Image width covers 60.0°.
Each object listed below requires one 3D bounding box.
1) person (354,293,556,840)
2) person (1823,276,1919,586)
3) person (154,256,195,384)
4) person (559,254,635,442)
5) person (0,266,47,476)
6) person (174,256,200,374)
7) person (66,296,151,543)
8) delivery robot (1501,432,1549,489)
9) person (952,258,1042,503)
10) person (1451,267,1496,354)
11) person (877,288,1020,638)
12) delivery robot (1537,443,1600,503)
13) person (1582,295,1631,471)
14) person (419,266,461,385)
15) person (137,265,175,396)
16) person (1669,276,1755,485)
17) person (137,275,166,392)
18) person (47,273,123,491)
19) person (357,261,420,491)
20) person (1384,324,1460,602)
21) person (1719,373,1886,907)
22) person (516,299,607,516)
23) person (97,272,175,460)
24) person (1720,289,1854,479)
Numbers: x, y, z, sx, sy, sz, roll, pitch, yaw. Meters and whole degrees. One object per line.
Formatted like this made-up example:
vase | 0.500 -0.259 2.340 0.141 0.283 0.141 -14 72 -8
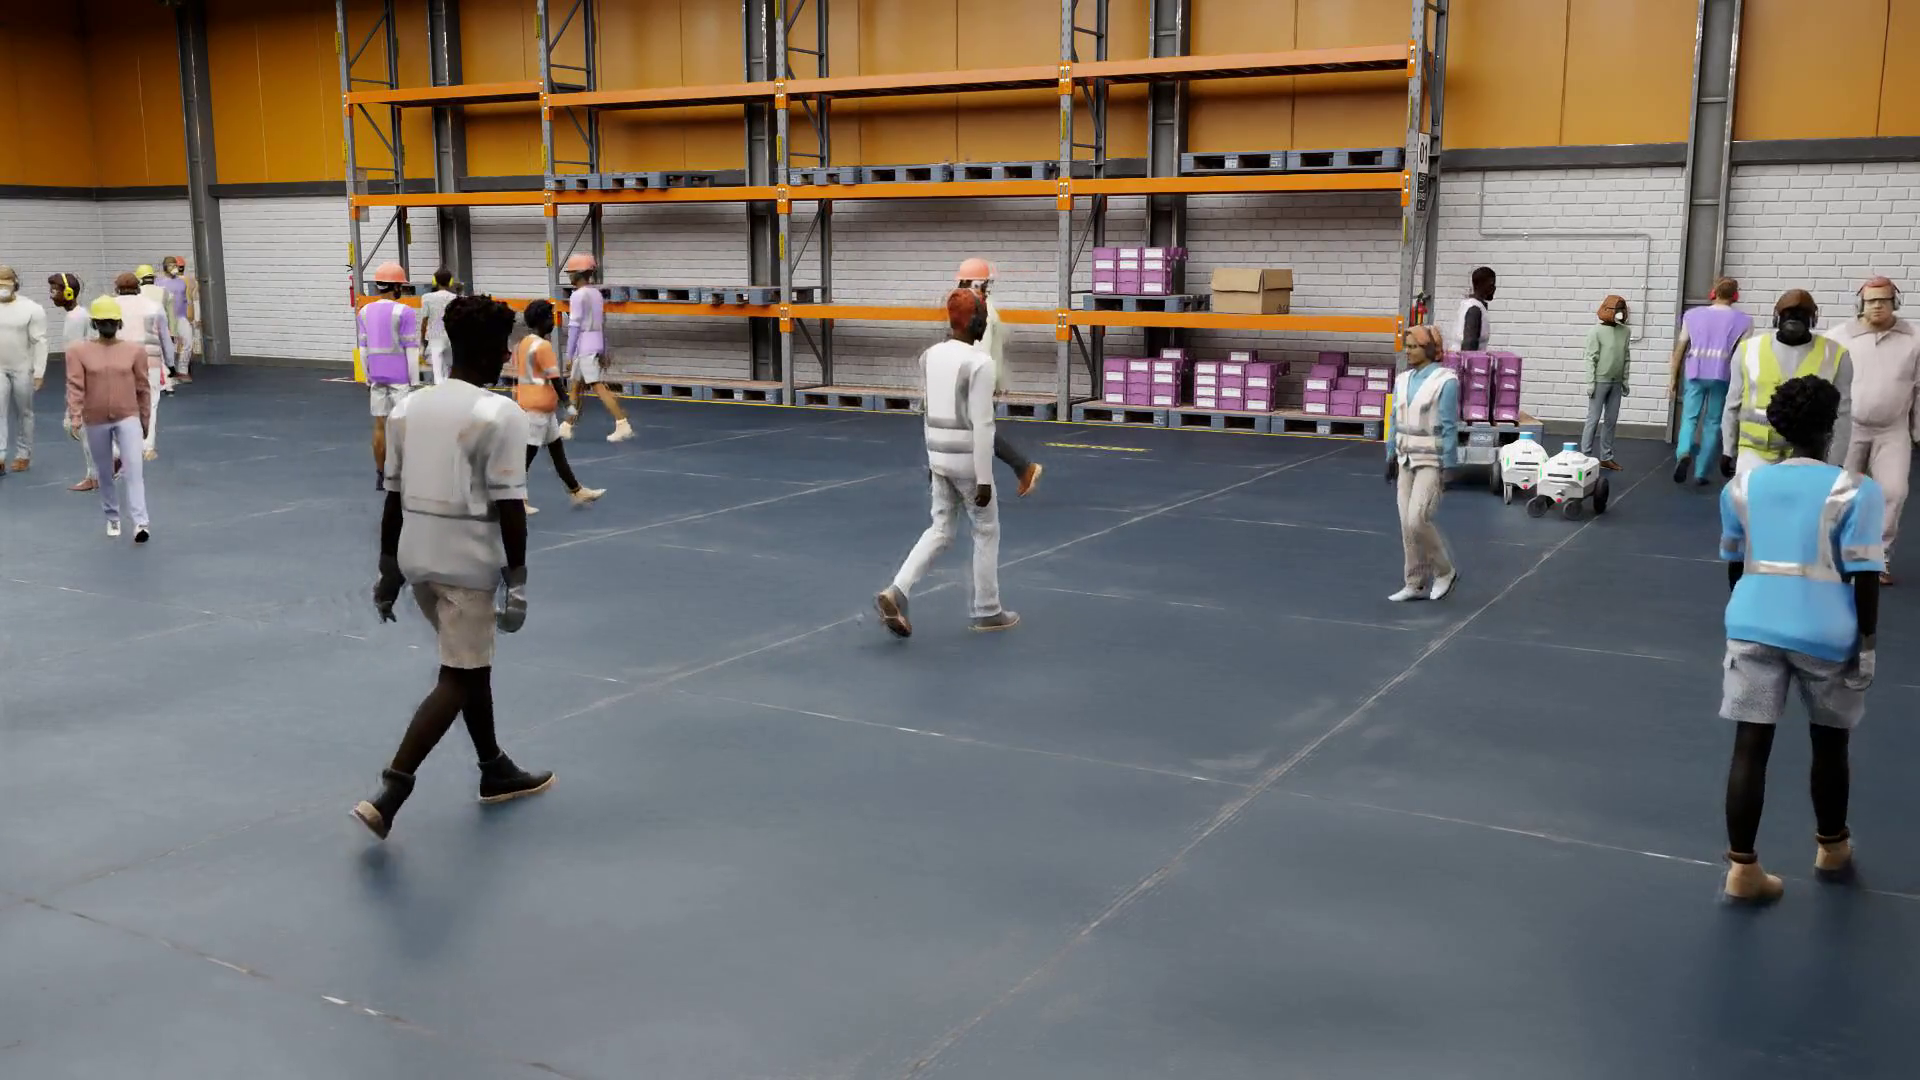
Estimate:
person | -1.833 0.096 5.845 0.663 1.919 0.902 7 12 34
person | 5.558 -0.657 10.162 0.670 1.880 0.636 4 11 19
person | -11.773 -3.278 24.904 0.543 1.919 0.640 5 11 26
person | -3.918 -2.017 17.558 1.032 1.999 0.624 1 10 7
person | -8.575 -1.510 14.994 0.642 1.878 1.036 -4 11 -22
person | -12.535 -3.587 26.712 0.564 1.899 0.922 -7 12 -35
person | -5.929 -0.833 11.630 0.530 1.720 0.914 -5 11 -27
delivery robot | 4.597 -0.637 13.541 0.477 0.478 0.707 3 10 16
person | 0.245 -1.250 13.256 0.701 1.979 0.625 0 10 -2
person | 5.014 -1.694 16.074 1.010 1.857 0.648 2 10 12
person | -0.051 -0.390 8.742 0.821 1.854 0.586 -8 13 -40
delivery robot | 4.687 -0.506 12.802 0.477 0.478 0.707 6 12 30
person | 5.966 -1.441 15.334 0.493 1.624 0.280 -5 11 -26
person | -6.077 -2.299 19.599 0.518 1.842 0.834 -7 12 -34
person | -11.114 -2.863 22.858 0.595 1.820 0.425 -10 14 -43
person | 6.425 -1.348 14.270 0.633 1.813 0.610 6 12 31
person | -11.466 -2.965 23.709 0.328 1.722 0.633 -1 10 -8
person | -7.392 -1.329 14.076 0.482 1.847 0.540 -6 12 -30
person | -4.798 -1.378 14.088 0.548 1.937 0.379 3 11 18
person | 2.641 -0.425 9.574 0.366 1.624 0.533 -4 11 -22
person | 2.684 0.304 5.324 0.766 1.654 0.546 -9 13 -41
person | -3.143 -1.014 12.822 0.859 1.652 0.539 -5 11 -25
person | -8.062 -1.706 16.331 0.648 1.809 0.859 -3 10 -17
person | 4.564 -0.465 9.226 0.654 1.825 0.634 5 11 27
